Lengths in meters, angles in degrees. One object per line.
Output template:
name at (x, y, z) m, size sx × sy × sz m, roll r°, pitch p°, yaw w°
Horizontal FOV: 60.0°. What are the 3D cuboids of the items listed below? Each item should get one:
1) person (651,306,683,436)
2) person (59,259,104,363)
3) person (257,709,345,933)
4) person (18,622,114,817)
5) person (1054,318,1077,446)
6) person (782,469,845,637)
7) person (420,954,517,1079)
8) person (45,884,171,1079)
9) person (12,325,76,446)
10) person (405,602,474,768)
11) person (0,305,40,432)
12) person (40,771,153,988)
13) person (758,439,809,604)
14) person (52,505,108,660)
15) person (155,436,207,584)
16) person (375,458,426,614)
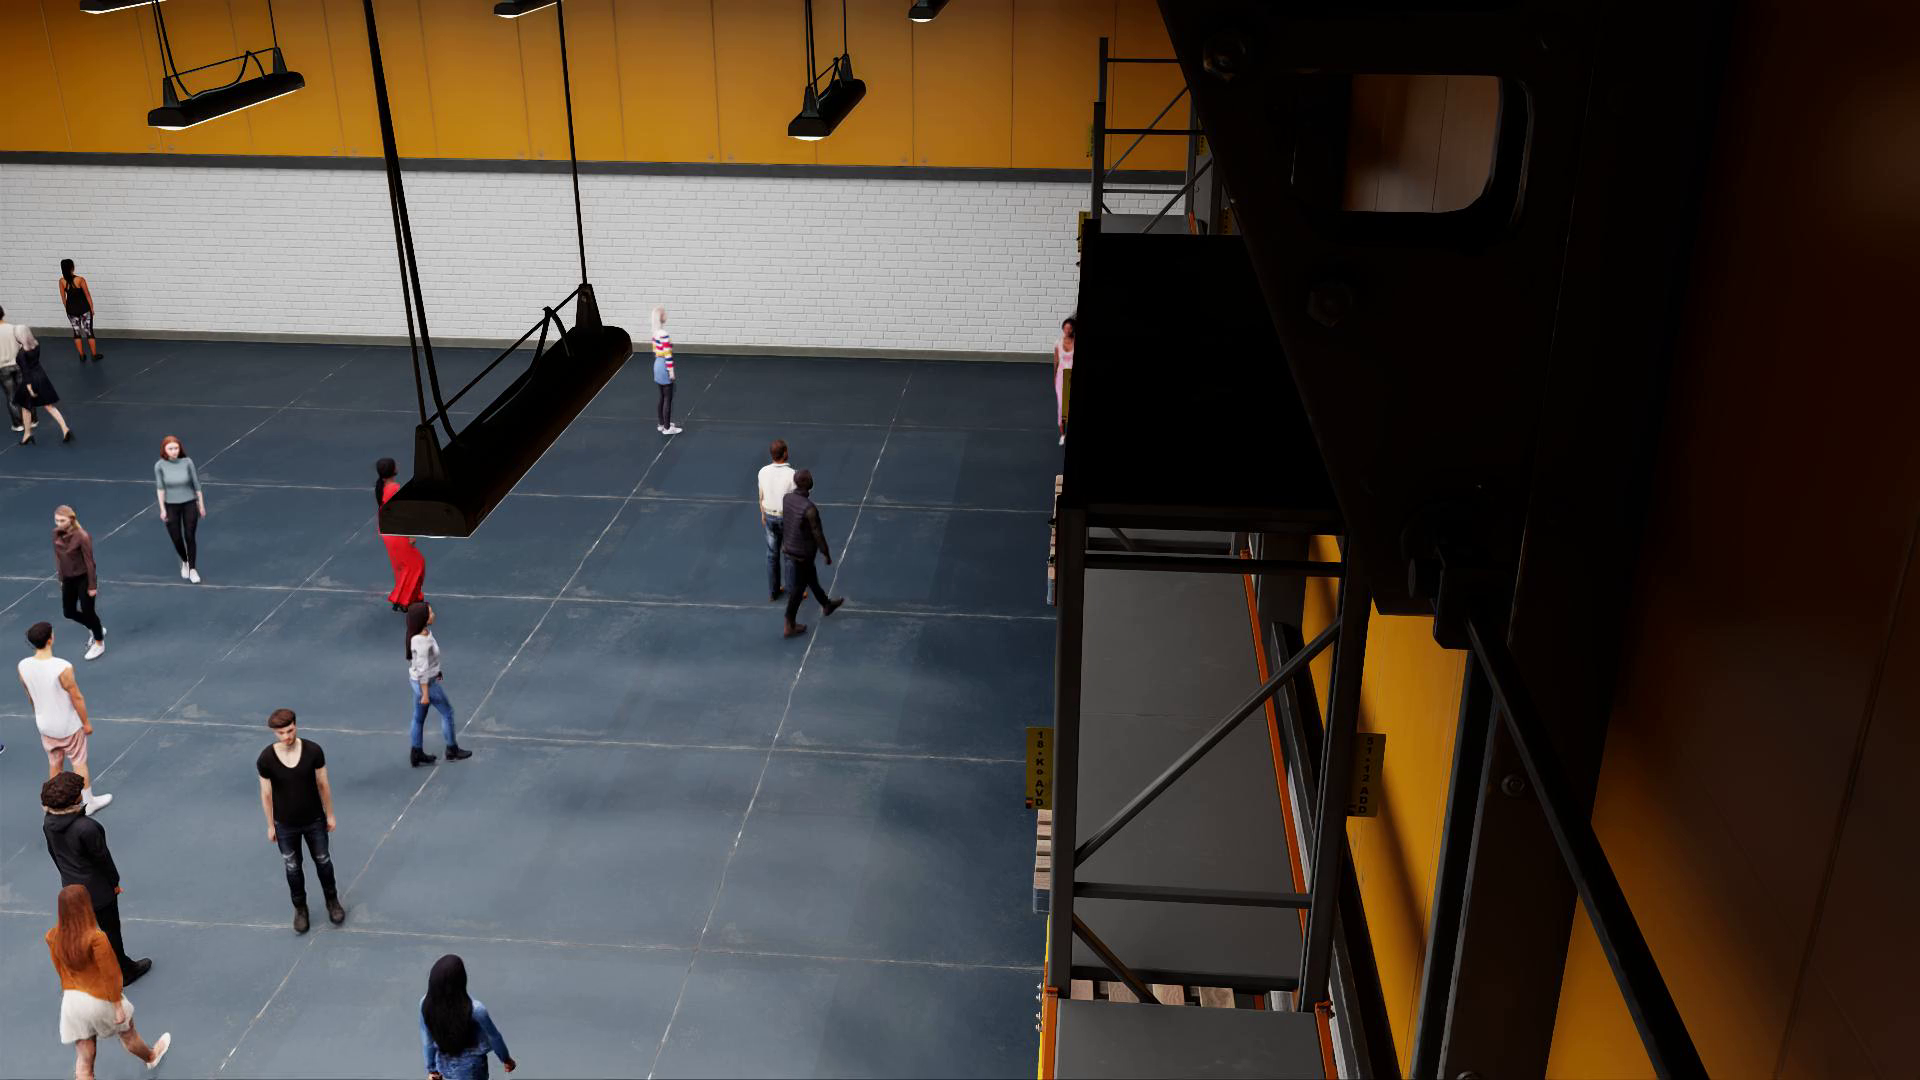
person at (-4.136, -2.379, 23.190) m, size 0.772 × 1.808 × 0.655 m, roll -13°, pitch 27°, yaw -27°
person at (-13.929, -3.647, 26.274) m, size 0.622 × 1.661 × 0.579 m, roll -4°, pitch 24°, yaw -8°
person at (-5.084, 2.121, 12.788) m, size 0.733 × 1.894 × 0.722 m, roll -9°, pitch 25°, yaw -20°
person at (-7.725, 1.544, 14.244) m, size 0.644 × 1.785 × 0.559 m, roll 3°, pitch 24°, yaw 7°
person at (1.510, -2.217, 22.944) m, size 0.648 × 1.709 × 1.143 m, roll 4°, pitch 24°, yaw 9°
person at (-1.728, 0.152, 17.405) m, size 1.164 × 1.804 × 1.143 m, roll -17°, pitch 29°, yaw -33°
person at (-3.103, 3.343, 10.243) m, size 0.711 × 1.695 × 0.841 m, roll 8°, pitch 25°, yaw 18°
person at (-5.715, 3.080, 10.855) m, size 0.634 × 1.685 × 0.998 m, roll 2°, pitch 24°, yaw 6°
person at (-12.512, -2.090, 22.650) m, size 0.680 × 1.710 × 0.961 m, roll 3°, pitch 24°, yaw 7°
person at (-4.895, 1.323, 14.968) m, size 0.879 × 1.611 × 0.840 m, roll -14°, pitch 27°, yaw -28°
person at (-13.297, -2.427, 23.296) m, size 0.721 × 1.812 × 0.790 m, roll -20°, pitch 30°, yaw -38°
person at (-6.352, 2.478, 12.111) m, size 0.648 × 1.781 × 0.641 m, roll 5°, pitch 24°, yaw 12°
person at (-1.965, -0.210, 18.172) m, size 0.731 × 1.853 × 0.678 m, roll 10°, pitch 26°, yaw 22°
person at (-8.937, 0.390, 17.004) m, size 0.680 × 1.689 × 0.678 m, roll 7°, pitch 25°, yaw 16°
person at (-8.755, -0.367, 18.677) m, size 0.721 × 1.736 × 0.752 m, roll -12°, pitch 26°, yaw -26°
person at (-6.058, -0.011, 17.816) m, size 0.839 × 1.774 × 0.898 m, roll 17°, pitch 29°, yaw 34°
